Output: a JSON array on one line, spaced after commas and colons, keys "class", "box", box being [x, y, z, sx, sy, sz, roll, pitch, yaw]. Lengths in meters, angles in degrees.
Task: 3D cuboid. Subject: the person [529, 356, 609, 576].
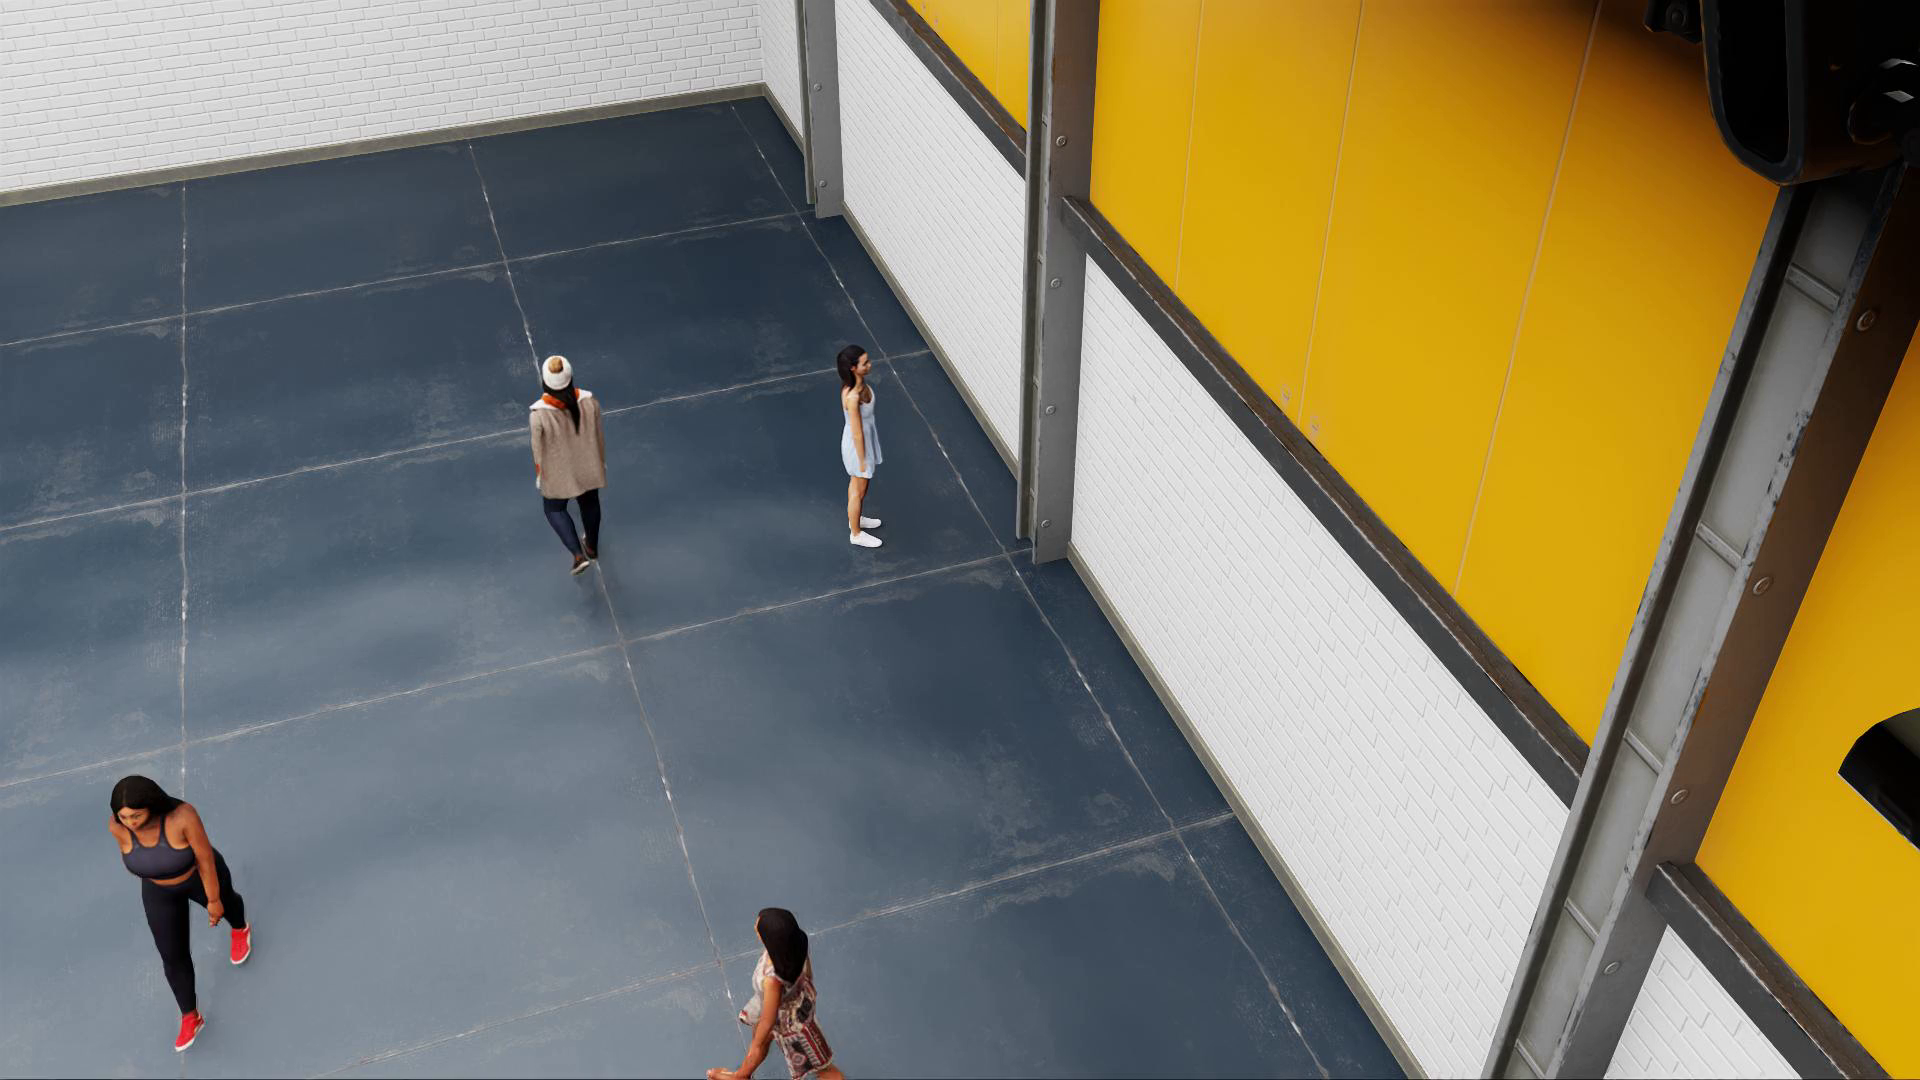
[{"class": "person", "box": [-2.846, -0.521, 12.186, 0.767, 1.884, 0.881, -18, 42, -21]}]

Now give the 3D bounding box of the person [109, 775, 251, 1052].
[{"class": "person", "box": [-4.310, 1.856, 9.310, 0.800, 1.758, 1.221, -7, 39, -8]}]

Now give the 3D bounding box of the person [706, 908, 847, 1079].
[{"class": "person", "box": [-0.802, 2.502, 8.633, 1.028, 1.594, 1.127, 6, 39, 7]}]

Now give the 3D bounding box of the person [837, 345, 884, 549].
[{"class": "person", "box": [-0.766, -0.727, 12.566, 0.713, 1.730, 0.574, 0, 39, -1]}]
